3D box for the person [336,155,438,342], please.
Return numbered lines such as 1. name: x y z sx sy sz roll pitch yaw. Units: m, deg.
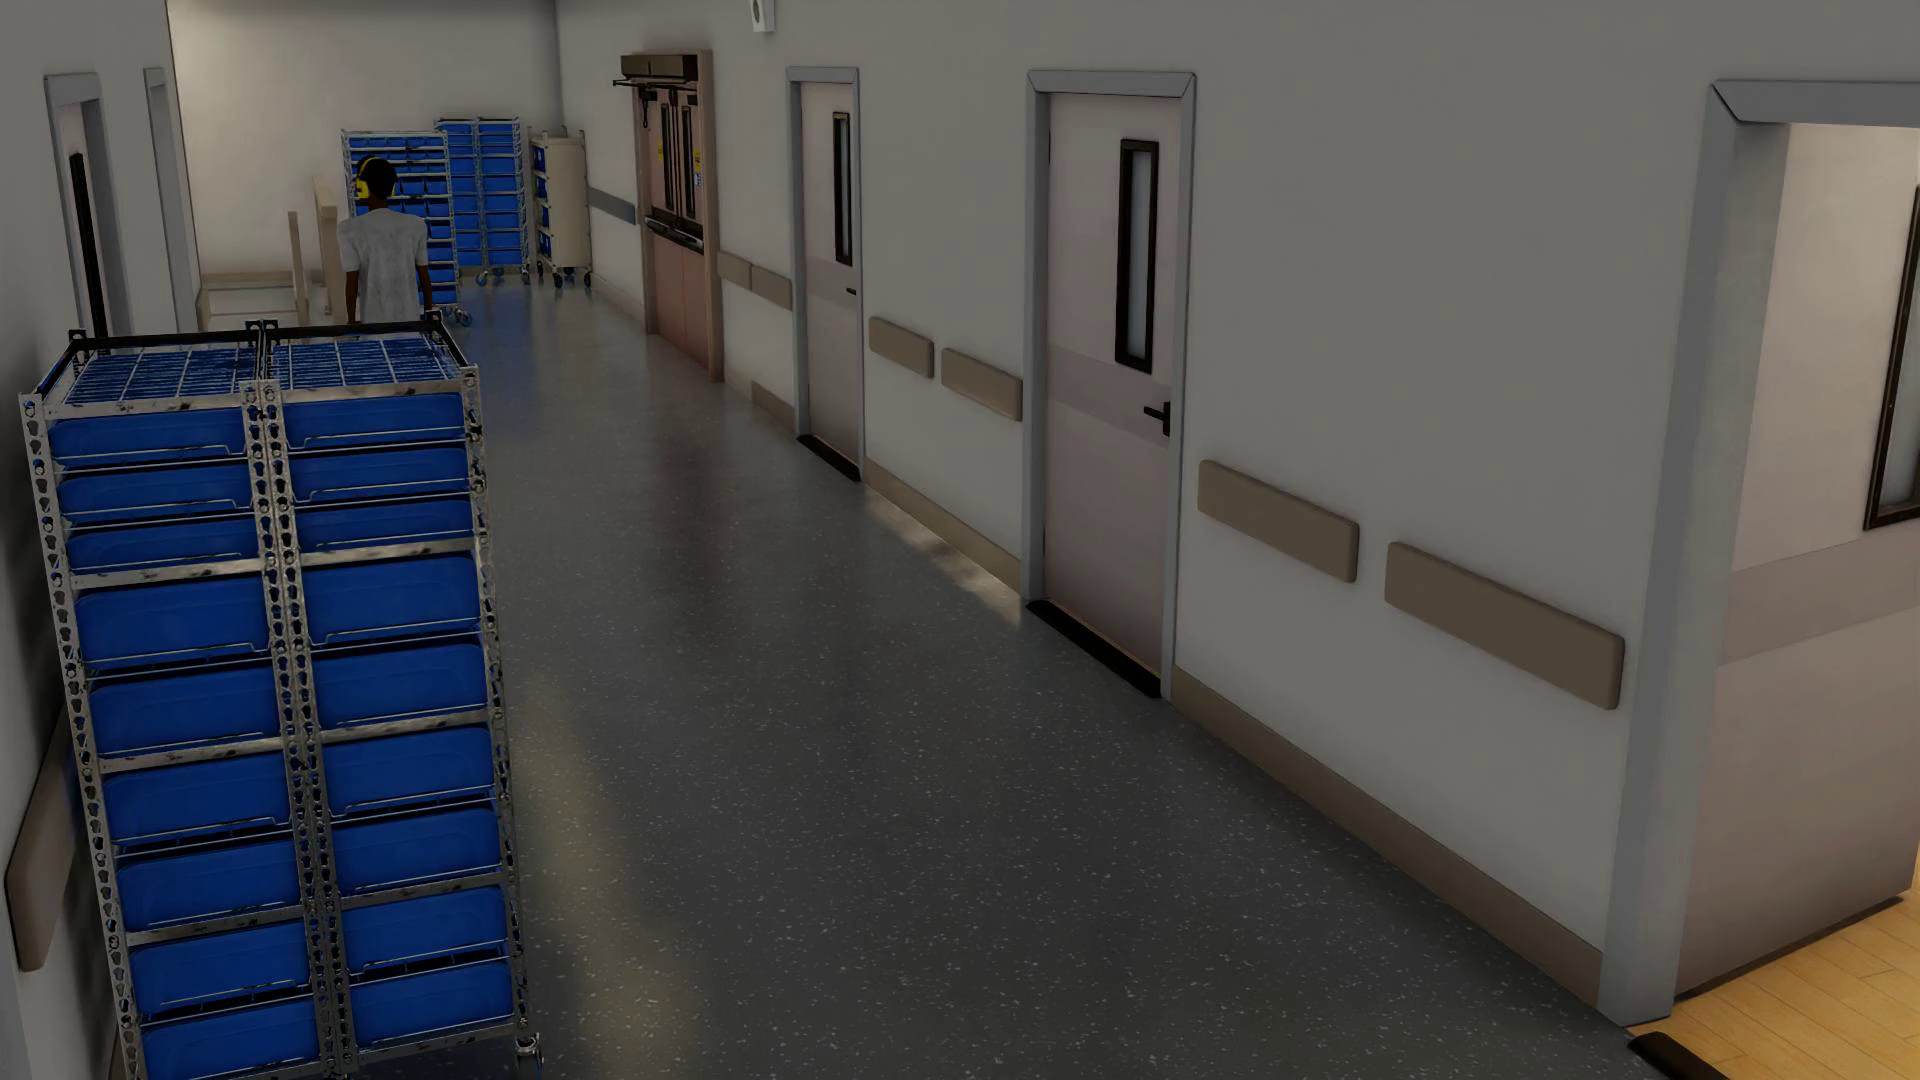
1. person: -3.172 -1.181 9.246 0.515 1.873 0.328 -13 20 -37
